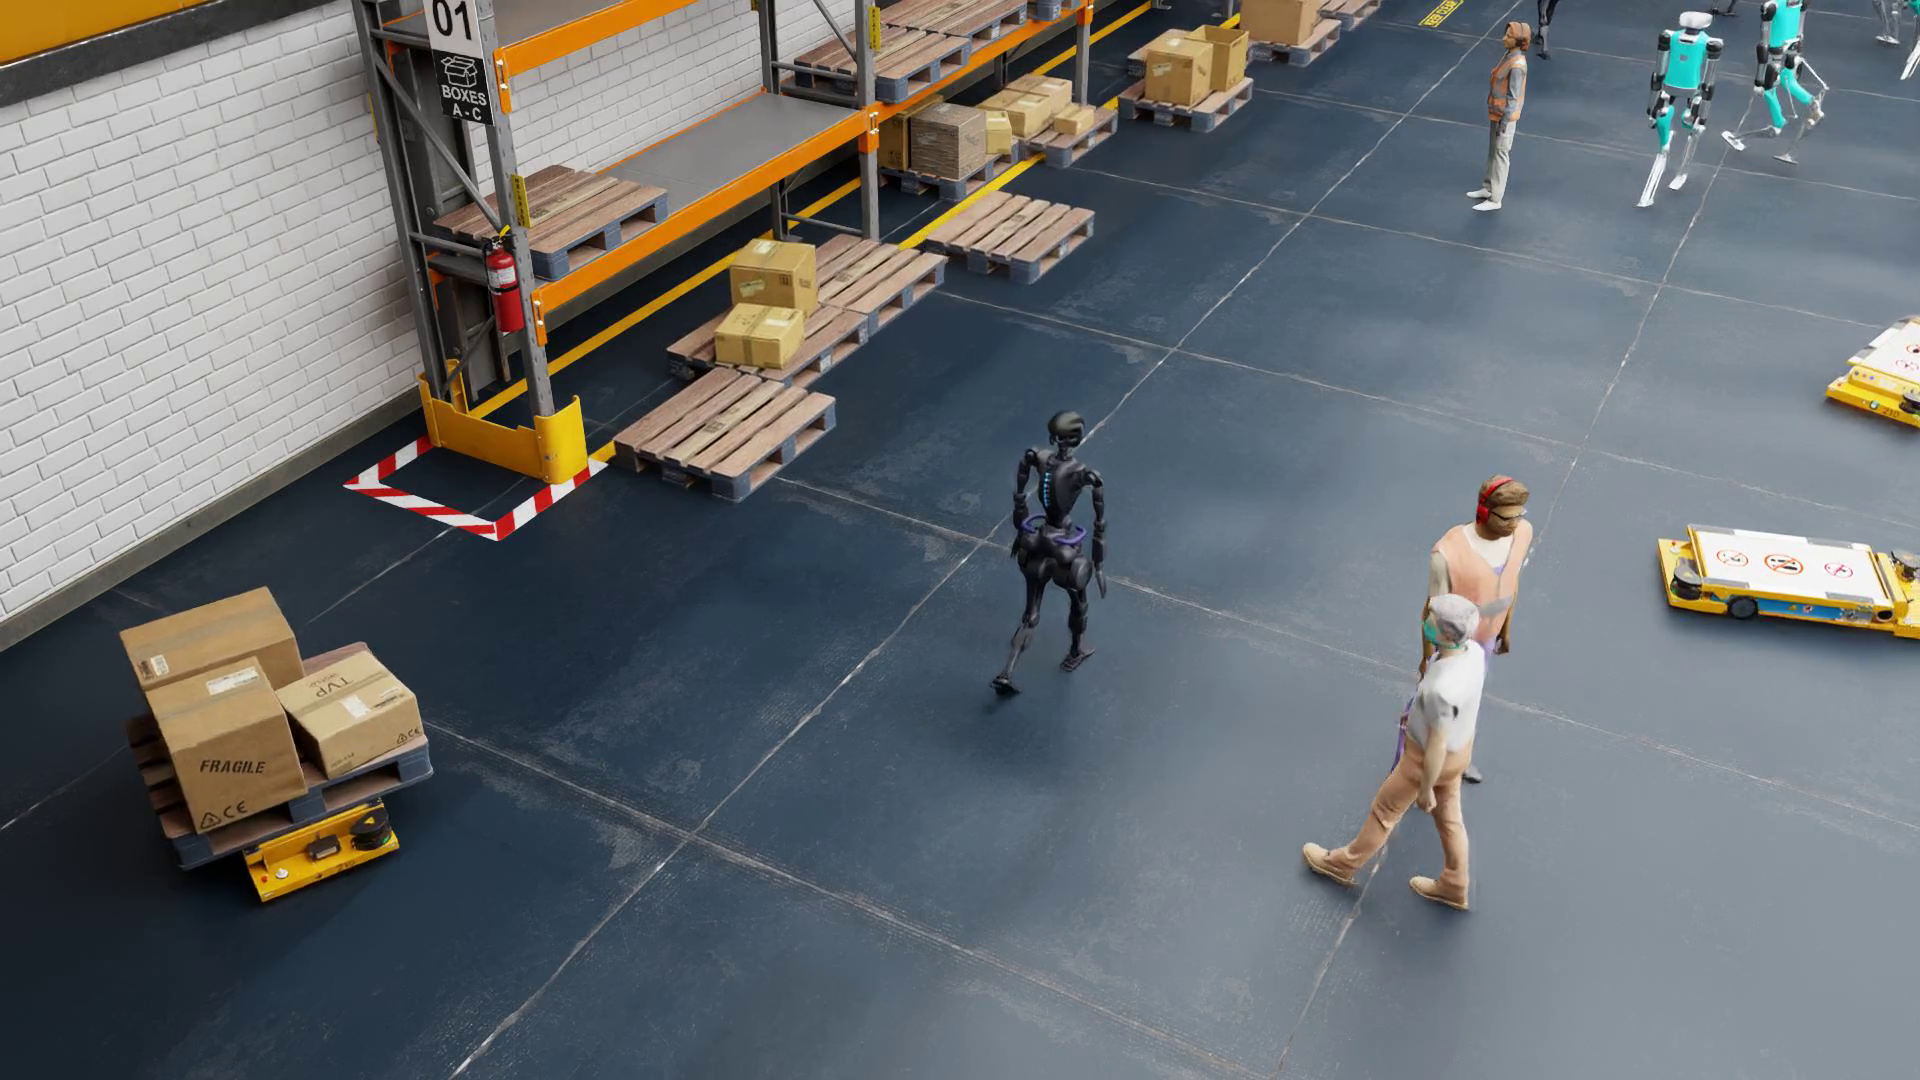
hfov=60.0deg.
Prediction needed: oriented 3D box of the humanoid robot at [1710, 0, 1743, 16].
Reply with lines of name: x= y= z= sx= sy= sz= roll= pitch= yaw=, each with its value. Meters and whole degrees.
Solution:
humanoid robot: x=9.108 y=-6.918 z=19.357 sx=0.440 sy=1.641 sz=0.614 roll=-17 pitch=37 yaw=-24

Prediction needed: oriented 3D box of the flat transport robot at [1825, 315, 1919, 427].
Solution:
flat transport robot: x=6.897 y=-1.237 z=12.020 sx=1.431 sy=0.231 sz=0.659 roll=-28 pitch=43 yaw=-35

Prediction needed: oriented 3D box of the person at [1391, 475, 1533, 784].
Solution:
person: x=2.422 y=0.460 z=8.037 sx=0.559 sy=1.834 sz=0.390 roll=-17 pitch=37 yaw=-24

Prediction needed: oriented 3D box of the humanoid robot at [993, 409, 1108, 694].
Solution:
humanoid robot: x=0.474 y=0.082 z=8.776 sx=0.615 sy=1.636 sz=0.698 roll=21 pitch=39 yaw=29

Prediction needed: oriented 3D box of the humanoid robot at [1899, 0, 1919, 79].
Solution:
humanoid robot: x=10.368 y=-5.851 z=17.700 sx=0.555 sy=1.770 sz=0.962 roll=28 pitch=42 yaw=35

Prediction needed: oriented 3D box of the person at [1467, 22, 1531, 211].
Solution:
person: x=4.724 y=-3.690 z=14.482 sx=0.306 sy=1.645 sz=0.514 roll=4 pitch=34 yaw=6

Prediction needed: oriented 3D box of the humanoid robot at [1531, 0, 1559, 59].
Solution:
humanoid robot: x=6.474 y=-6.183 z=18.267 sx=0.607 sy=1.626 sz=0.763 roll=-5 pitch=34 yaw=-7

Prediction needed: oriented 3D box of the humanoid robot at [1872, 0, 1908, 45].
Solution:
humanoid robot: x=10.480 y=-6.247 z=18.344 sx=0.555 sy=1.844 sz=0.816 roll=-26 pitch=42 yaw=-34

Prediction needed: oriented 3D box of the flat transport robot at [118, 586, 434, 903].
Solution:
flat transport robot: x=-3.369 y=1.203 z=8.328 sx=0.659 sy=0.231 sz=1.431 roll=-20 pitch=39 yaw=-28

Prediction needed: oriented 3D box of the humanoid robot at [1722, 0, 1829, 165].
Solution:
humanoid robot: x=7.582 y=-4.219 z=15.208 sx=0.572 sy=1.728 sz=1.035 roll=-16 pitch=37 yaw=-23

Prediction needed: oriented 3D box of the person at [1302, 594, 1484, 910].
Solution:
person: x=2.046 y=0.923 z=7.449 sx=0.782 sy=1.708 sz=0.469 roll=22 pitch=39 yaw=29

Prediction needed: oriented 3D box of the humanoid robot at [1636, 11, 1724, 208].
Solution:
humanoid robot: x=6.386 y=-3.811 z=14.632 sx=0.530 sy=1.774 sz=1.015 roll=24 pitch=41 yaw=32

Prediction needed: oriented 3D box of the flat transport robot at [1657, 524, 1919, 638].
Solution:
flat transport robot: x=4.906 y=0.238 z=9.788 sx=1.431 sy=0.231 sz=0.659 roll=7 pitch=34 yaw=11
